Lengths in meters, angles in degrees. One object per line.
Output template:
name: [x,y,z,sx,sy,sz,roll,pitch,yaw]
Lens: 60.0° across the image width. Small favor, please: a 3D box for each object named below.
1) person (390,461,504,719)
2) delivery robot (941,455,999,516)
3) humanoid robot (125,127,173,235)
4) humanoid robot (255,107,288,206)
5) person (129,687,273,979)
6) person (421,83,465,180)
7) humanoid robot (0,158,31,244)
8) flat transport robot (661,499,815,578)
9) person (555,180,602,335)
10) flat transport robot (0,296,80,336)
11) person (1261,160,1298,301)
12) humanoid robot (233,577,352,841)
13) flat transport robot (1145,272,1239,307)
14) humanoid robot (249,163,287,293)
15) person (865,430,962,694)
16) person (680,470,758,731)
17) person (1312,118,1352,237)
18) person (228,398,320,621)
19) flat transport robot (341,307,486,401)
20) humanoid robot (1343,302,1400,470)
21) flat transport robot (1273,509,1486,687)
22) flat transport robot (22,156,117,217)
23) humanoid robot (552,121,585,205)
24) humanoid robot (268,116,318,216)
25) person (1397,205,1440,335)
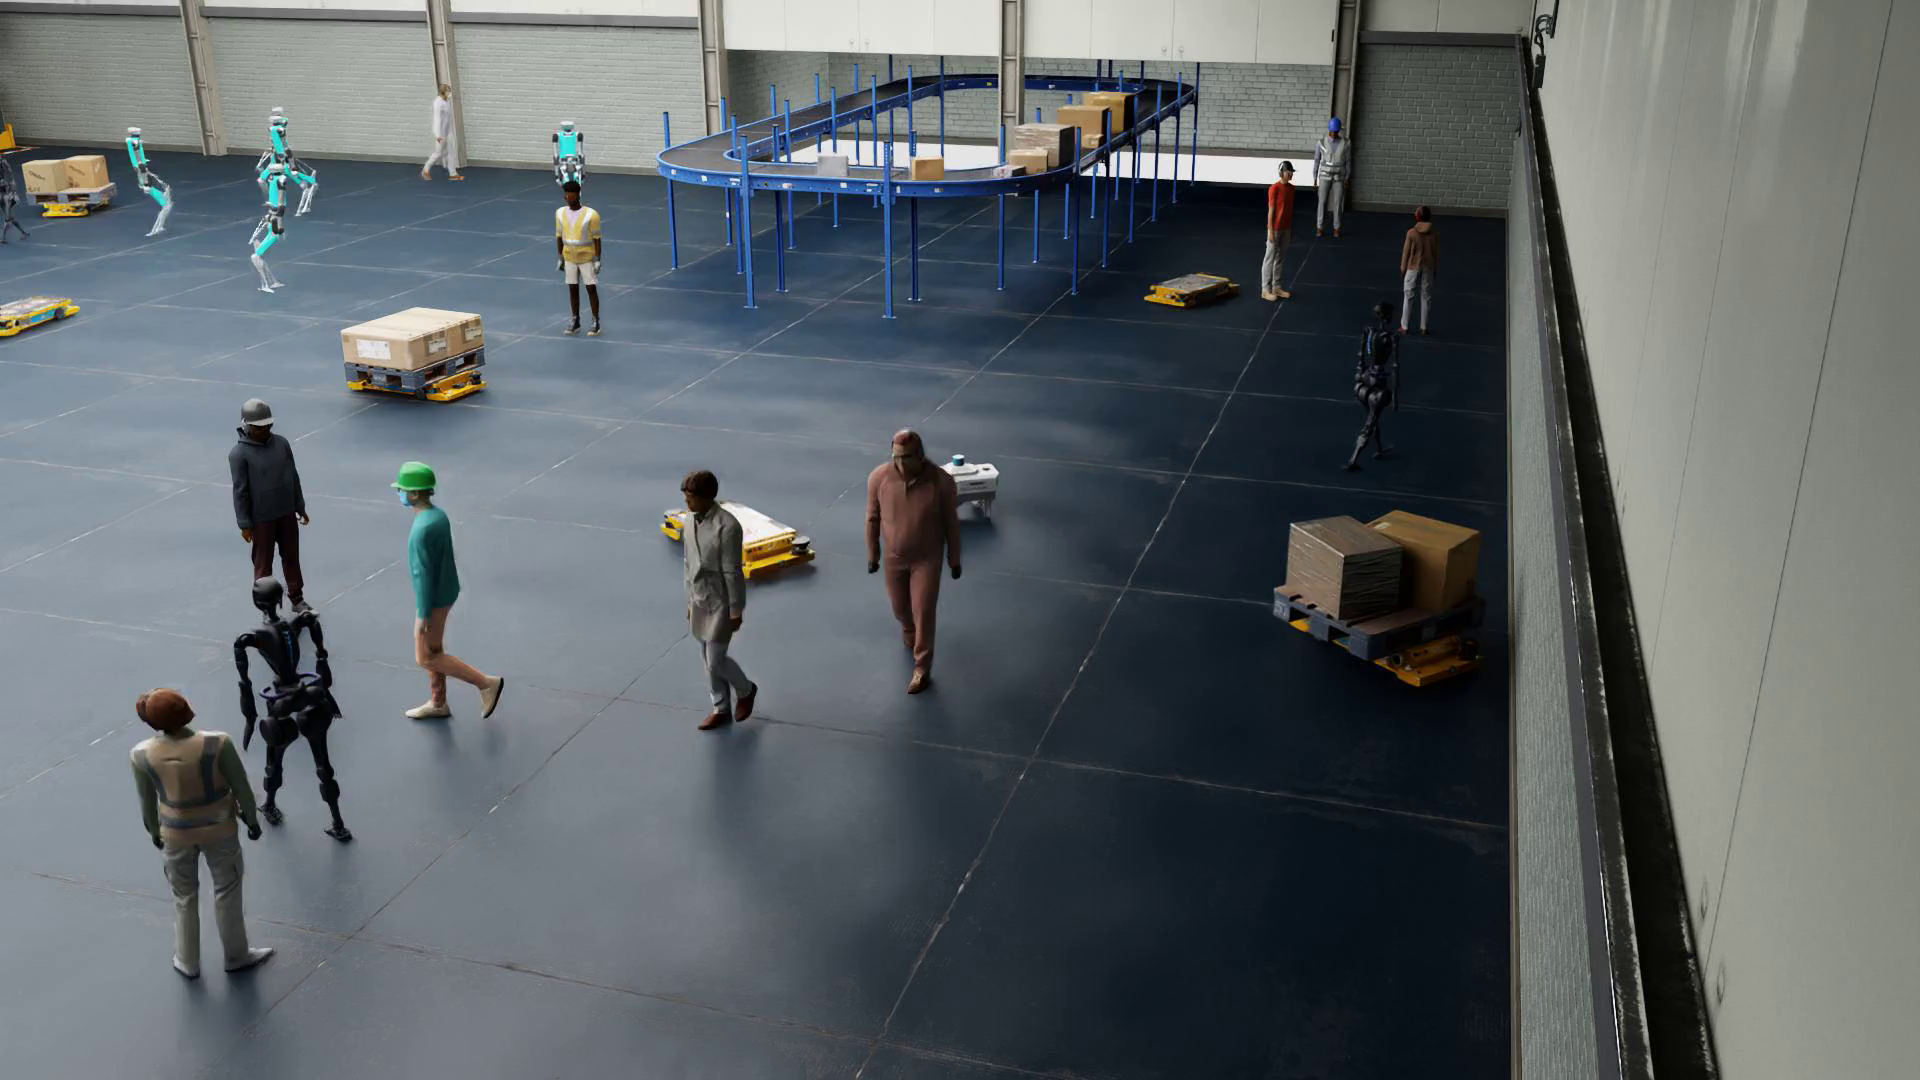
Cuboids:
person: [-3.442,0.369,11.016,0.612,1.852,0.536,-3,21,-8]
delivery robot: [-0.051,-0.460,14.999,0.785,0.614,0.521,-6,22,-14]
humanoid robot: [-13.349,-5.950,27.559,0.752,1.781,0.547,-14,25,-32]
humanoid robot: [-12.436,-6.848,29.933,0.801,1.806,0.552,-16,26,-36]
person: [-3.865,1.492,8.435,0.592,1.617,0.318,-1,21,-3]
person: [-10.288,-8.027,32.751,0.799,1.901,0.648,1,21,2]
humanoid robot: [-15.460,-5.612,26.847,0.611,1.615,0.783,4,21,9]
flat transport robot: [-1.922,-0.027,14.247,0.659,0.231,1.431,-17,27,-36]
person: [-4.837,-3.584,21.118,0.611,1.963,0.361,5,22,13]
flat transport robot: [-12.297,-2.933,21.785,0.659,0.231,1.431,3,21,9]
person: [4.457,-4.288,23.020,0.476,1.912,0.410,-16,26,-36]
humanoid robot: [-3.947,0.963,9.769,0.770,1.623,0.588,16,27,36]
flat transport robot: [3.251,-3.493,23.238,0.659,0.231,1.431,17,27,37]
humanoid robot: [-9.875,-4.400,23.553,0.861,1.771,0.588,-14,25,-32]
person: [-0.324,0.069,11.790,0.683,1.865,0.847,4,21,9]
person: [-1.637,0.411,10.961,0.523,1.815,0.412,17,27,37]
person: [6.101,-5.956,27.321,0.618,1.933,0.413,2,21,5]
person: [-5.208,-0.207,12.580,0.379,1.806,0.546,15,26,33]
flat transport robot: [-6.164,-1.812,18.878,1.431,0.231,0.659,9,23,22]
humanoid robot: [4.052,-1.511,16.195,0.761,1.627,0.598,-11,24,-27]
flat transport robot: [3.111,0.691,12.386,0.659,0.231,1.431,-13,25,-30]
flat transport robot: [-15.788,-5.970,29.662,0.659,0.231,1.431,-3,21,-8]
humanoid robot: [-6.536,-6.155,28.068,0.556,1.727,0.969,-11,24,-26]
humanoid robot: [-11.560,-6.507,29.042,0.798,1.791,0.542,-17,27,-37]
person: [5.842,-3.421,21.133,0.469,1.646,0.324,0,21,1]
